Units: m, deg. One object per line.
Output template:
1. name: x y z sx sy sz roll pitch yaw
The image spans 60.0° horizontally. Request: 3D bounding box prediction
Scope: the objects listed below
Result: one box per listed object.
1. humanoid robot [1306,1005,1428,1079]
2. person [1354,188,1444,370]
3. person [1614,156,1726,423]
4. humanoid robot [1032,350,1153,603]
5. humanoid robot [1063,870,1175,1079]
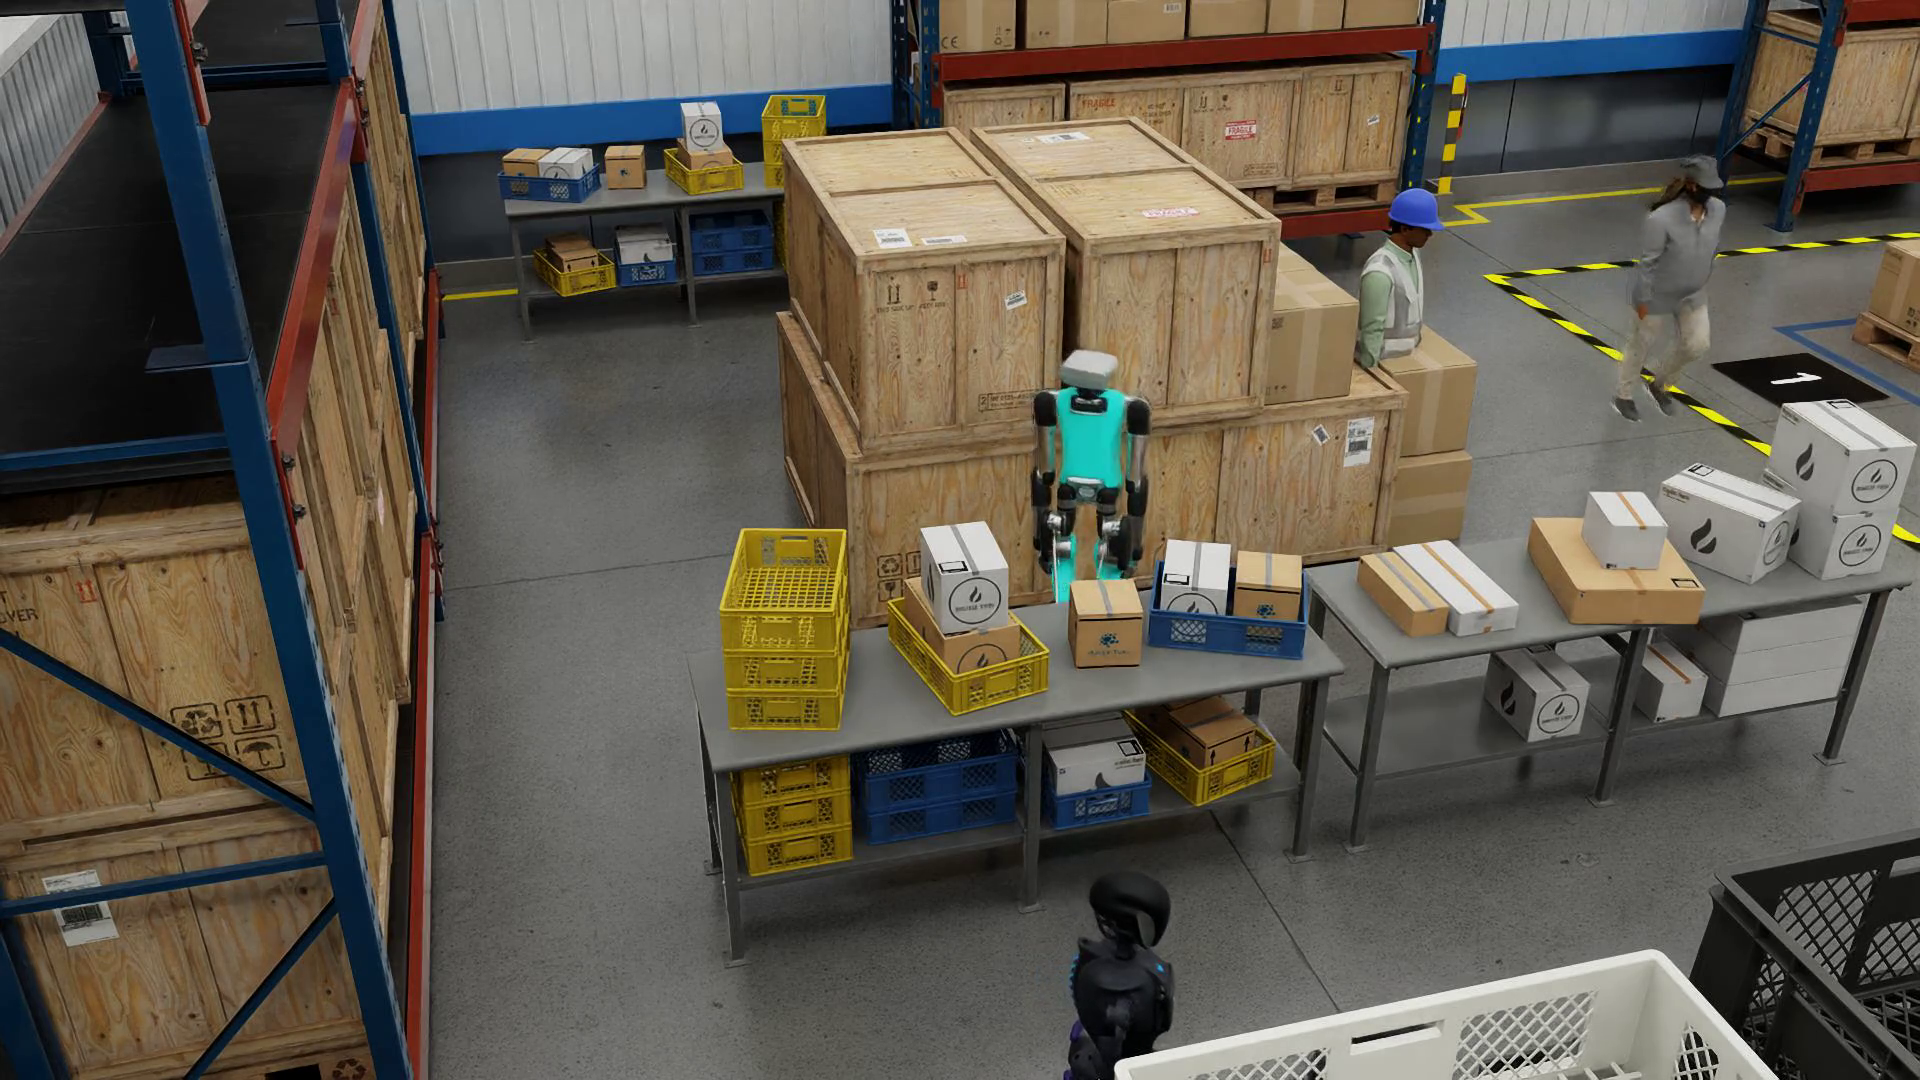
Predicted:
1. humanoid robot: 1.025 1.839 4.309 0.351 1.649 0.610 -8 30 -15
2. person: 2.358 -0.998 9.201 0.411 1.939 0.602 17 33 28
3. person: 4.435 -1.550 10.382 0.603 1.754 0.480 -8 30 -14
4. humanoid robot: 0.526 0.113 7.393 0.589 1.782 0.809 9 30 16
5. humanoid robot: 0.459 1.604 4.737 0.331 1.653 0.599 5 29 9
